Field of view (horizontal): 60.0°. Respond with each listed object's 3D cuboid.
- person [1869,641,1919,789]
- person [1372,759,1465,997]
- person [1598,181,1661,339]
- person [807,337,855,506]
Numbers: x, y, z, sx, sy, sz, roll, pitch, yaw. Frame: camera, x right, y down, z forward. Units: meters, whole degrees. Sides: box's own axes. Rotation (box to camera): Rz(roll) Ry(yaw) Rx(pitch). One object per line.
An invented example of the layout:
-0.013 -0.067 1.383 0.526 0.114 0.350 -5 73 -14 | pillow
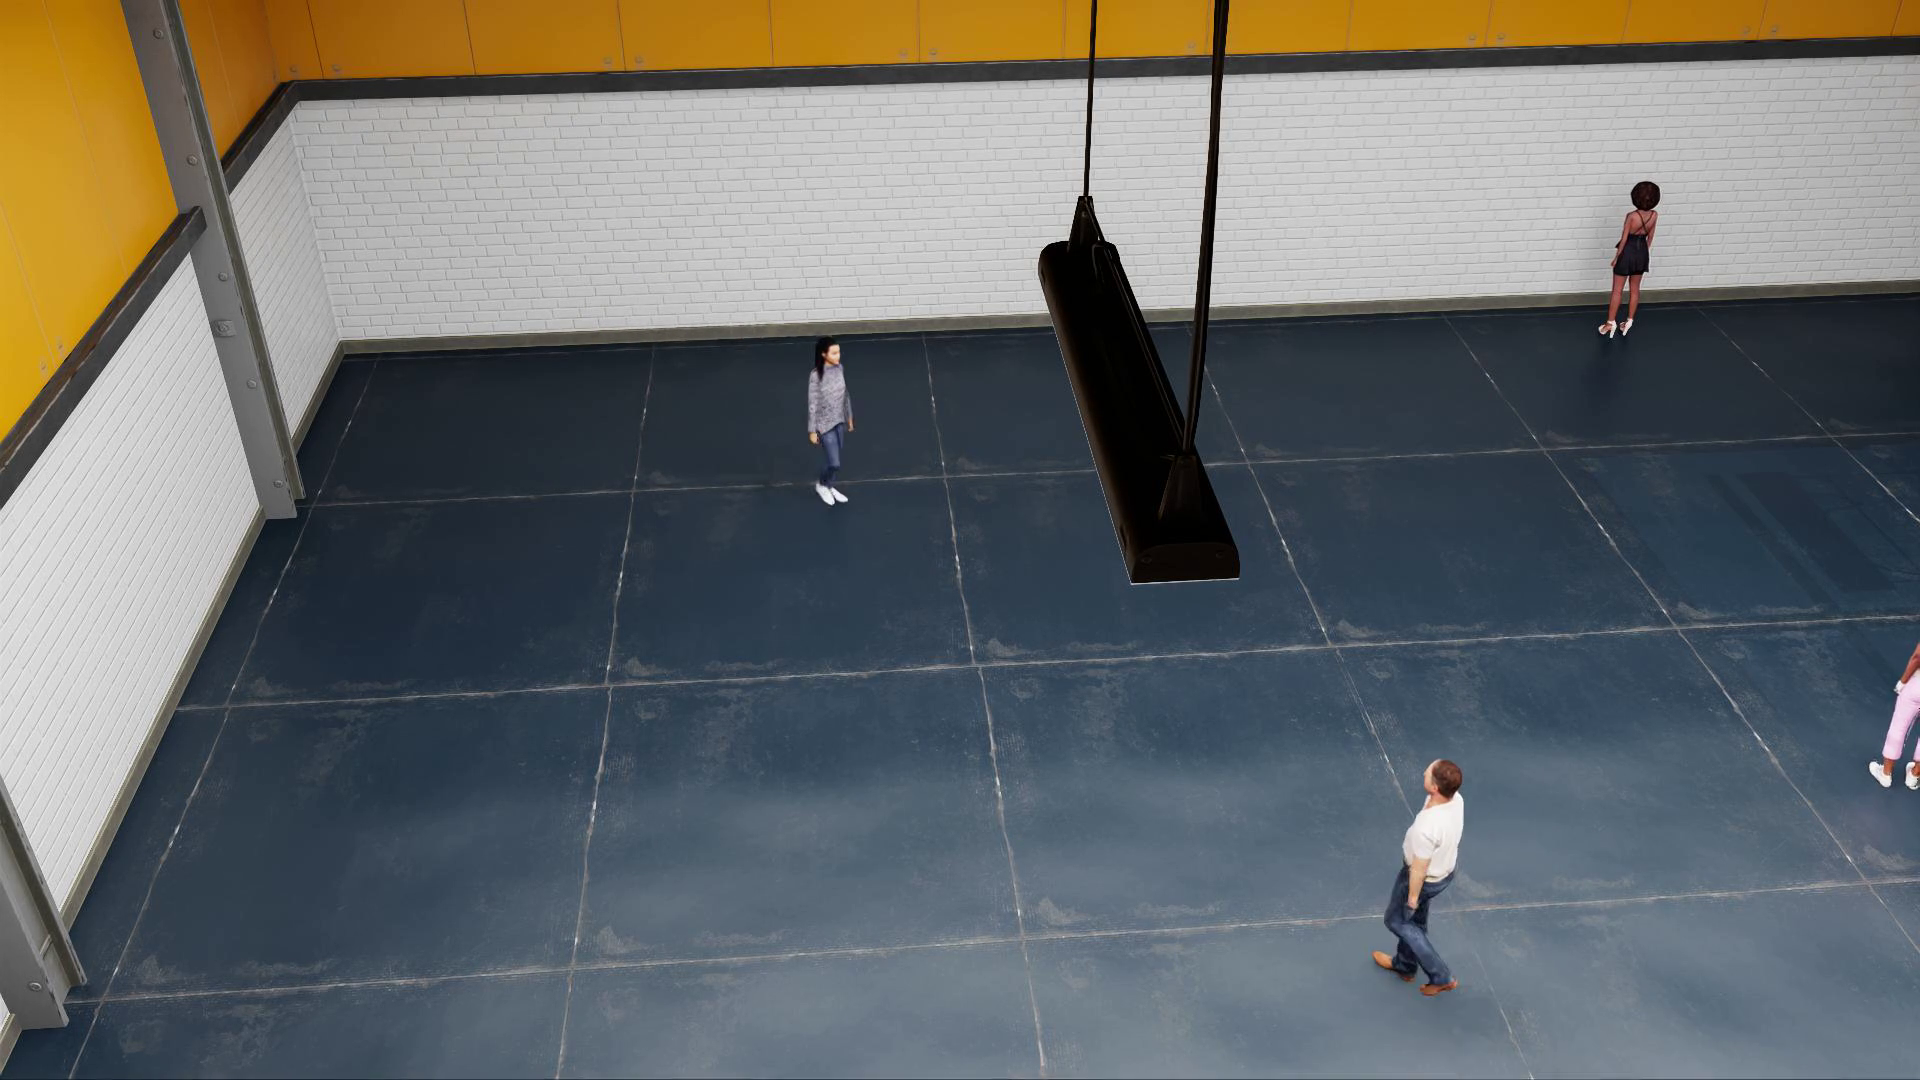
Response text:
7.045 1.072 12.064 0.655 1.741 0.629 7 34 10 | person
2.979 2.140 10.365 1.006 1.842 0.933 28 43 35 | person
7.372 -3.079 18.265 0.593 1.789 0.565 -7 34 -10 | person
-1.272 -1.109 15.364 0.808 1.719 0.739 23 40 30 | person
